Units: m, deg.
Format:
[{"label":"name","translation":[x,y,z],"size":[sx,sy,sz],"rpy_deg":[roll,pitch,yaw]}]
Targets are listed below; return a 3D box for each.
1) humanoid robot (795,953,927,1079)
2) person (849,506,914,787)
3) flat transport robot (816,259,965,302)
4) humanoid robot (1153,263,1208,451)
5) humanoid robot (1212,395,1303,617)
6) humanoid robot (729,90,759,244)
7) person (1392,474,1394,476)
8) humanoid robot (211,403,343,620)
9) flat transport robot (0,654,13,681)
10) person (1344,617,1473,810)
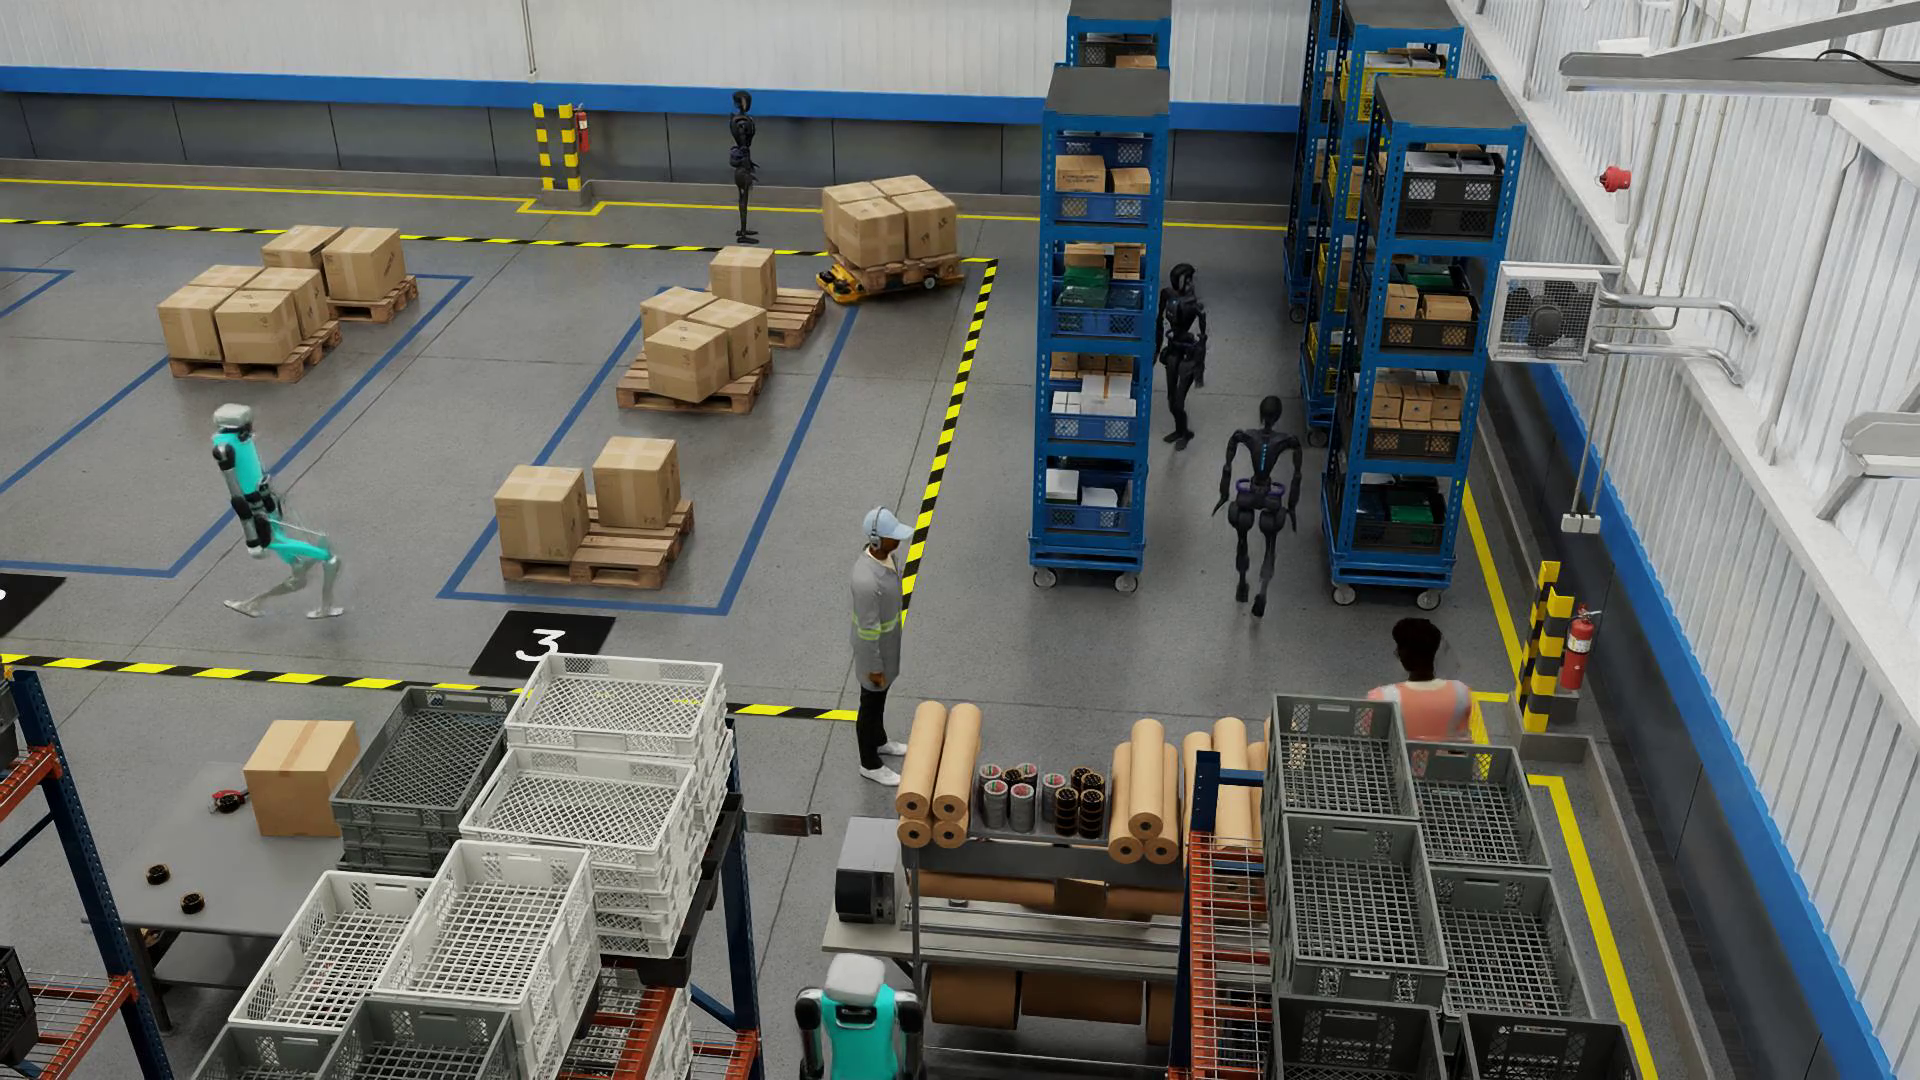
[{"label":"humanoid robot","translation":[-0.418,2.582,6.825],"size":[0.537,1.769,1.034],"rpy_deg":[2,30,3]},{"label":"person","translation":[-0.461,0.621,10.033],"size":[0.390,1.853,0.587],"rpy_deg":[5,31,9]},{"label":"flat transport robot","translation":[-0.732,-2.801,17.456],"size":[1.431,0.197,0.652],"rpy_deg":[-13,33,-21]},{"label":"humanoid robot","translation":[1.859,-1.561,13.956],"size":[0.367,1.637,0.605],"rpy_deg":[-23,37,-34]},{"label":"humanoid robot","translation":[2.071,-0.226,11.677],"size":[0.600,1.642,0.578],"rpy_deg":[6,31,10]},{"label":"humanoid robot","translation":[-2.377,-4.136,18.363],"size":[0.315,1.657,0.599],"rpy_deg":[-2,30,-4]},{"label":"person","translation":[3.424,-1.041,12.803],"size":[0.373,1.940,0.628],"rpy_deg":[-14,33,-22]},{"label":"humanoid robot","translation":[-4.682,-0.129,11.441],"size":[1.046,1.739,0.558],"rpy_deg":[-4,30,-6]},{"label":"flat transport robot","translation":[-7.142,0.969,11.010],"size":[1.431,0.231,0.659],"rpy_deg":[3,30,6]},{"label":"person","translation":[2.382,1.279,8.836],"size":[0.615,1.927,0.819],"rpy_deg":[-9,31,-15]}]
